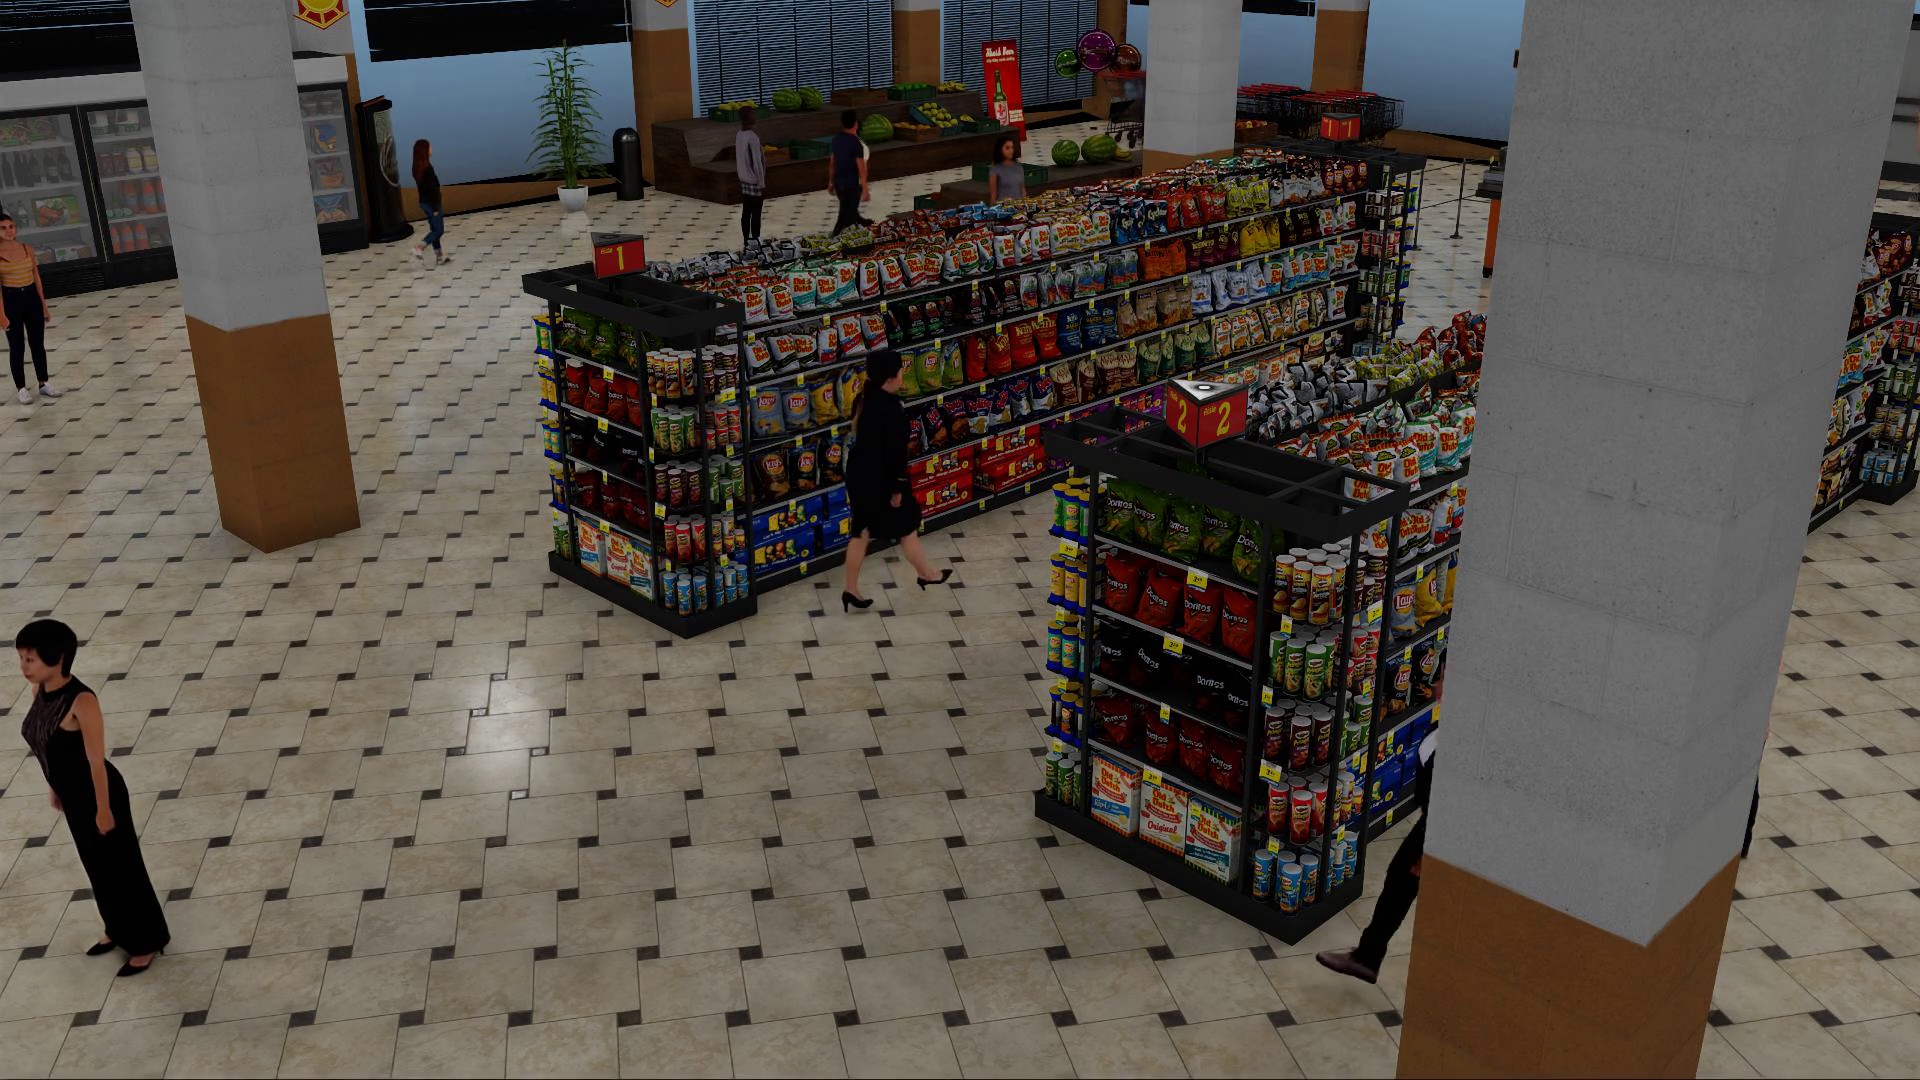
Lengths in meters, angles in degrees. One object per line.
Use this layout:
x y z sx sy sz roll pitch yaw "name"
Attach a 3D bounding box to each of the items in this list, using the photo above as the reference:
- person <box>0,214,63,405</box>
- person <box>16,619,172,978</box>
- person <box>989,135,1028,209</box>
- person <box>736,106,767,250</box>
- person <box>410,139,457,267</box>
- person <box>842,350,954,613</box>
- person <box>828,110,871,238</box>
-8.153 -2.018 14.440 0.657 1.627 0.484 15 26 33 "person"
-3.572 1.088 6.861 0.608 1.516 0.584 15 26 33 "person"
0.468 -3.406 17.725 1.019 1.754 0.753 -15 27 -33 "person"
-2.509 -4.298 19.920 0.578 1.772 0.640 -16 27 -34 "person"
-6.212 -3.902 19.337 0.787 1.471 0.563 -20 29 -40 "person"
-0.560 -0.316 10.187 1.054 1.640 0.788 -16 27 -35 "person"
-1.384 -4.095 19.457 1.011 1.741 0.740 -16 27 -34 "person"
